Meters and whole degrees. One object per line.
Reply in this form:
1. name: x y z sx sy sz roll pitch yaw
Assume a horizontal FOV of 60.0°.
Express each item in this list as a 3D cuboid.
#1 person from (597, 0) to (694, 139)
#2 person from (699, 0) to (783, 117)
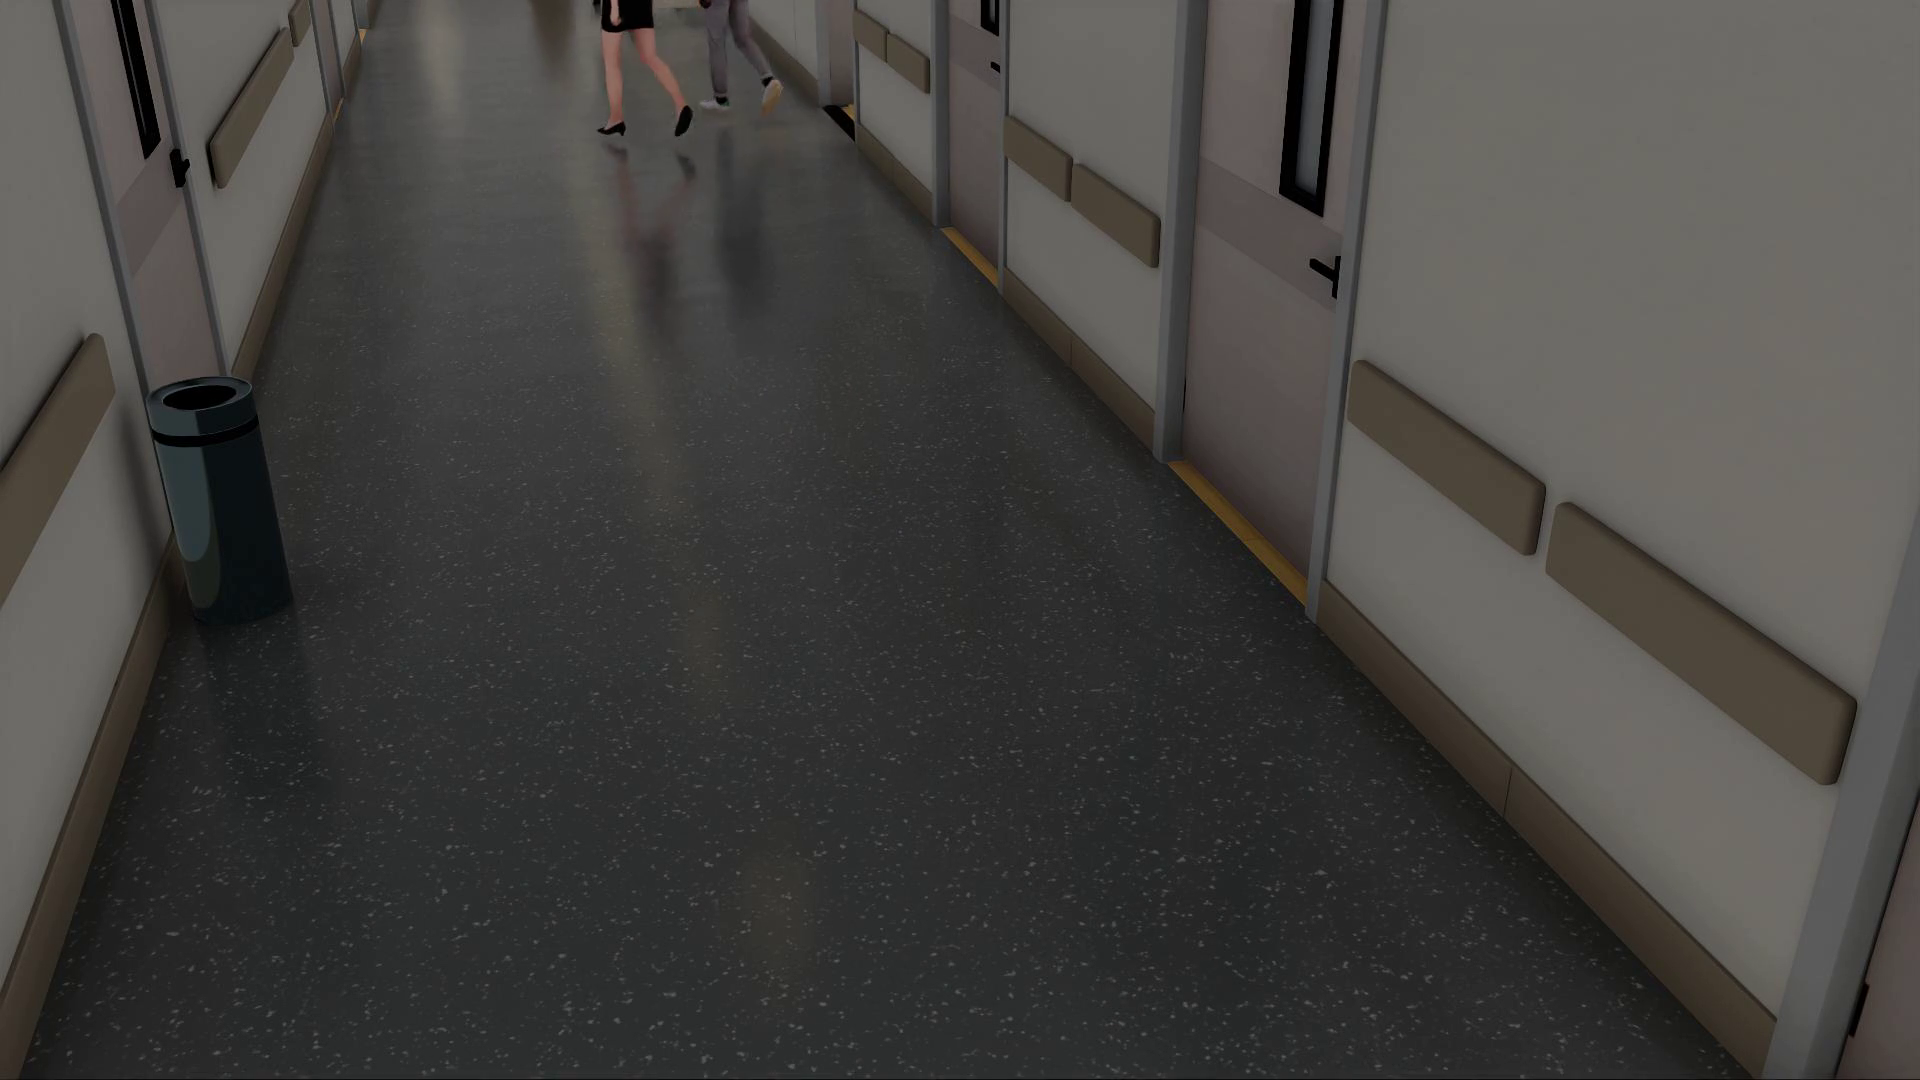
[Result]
1. person: -2.109 -3.524 10.971 1.082 1.803 1.040 16 30 29
2. person: -1.585 -3.902 11.740 1.093 1.815 1.110 20 32 35
